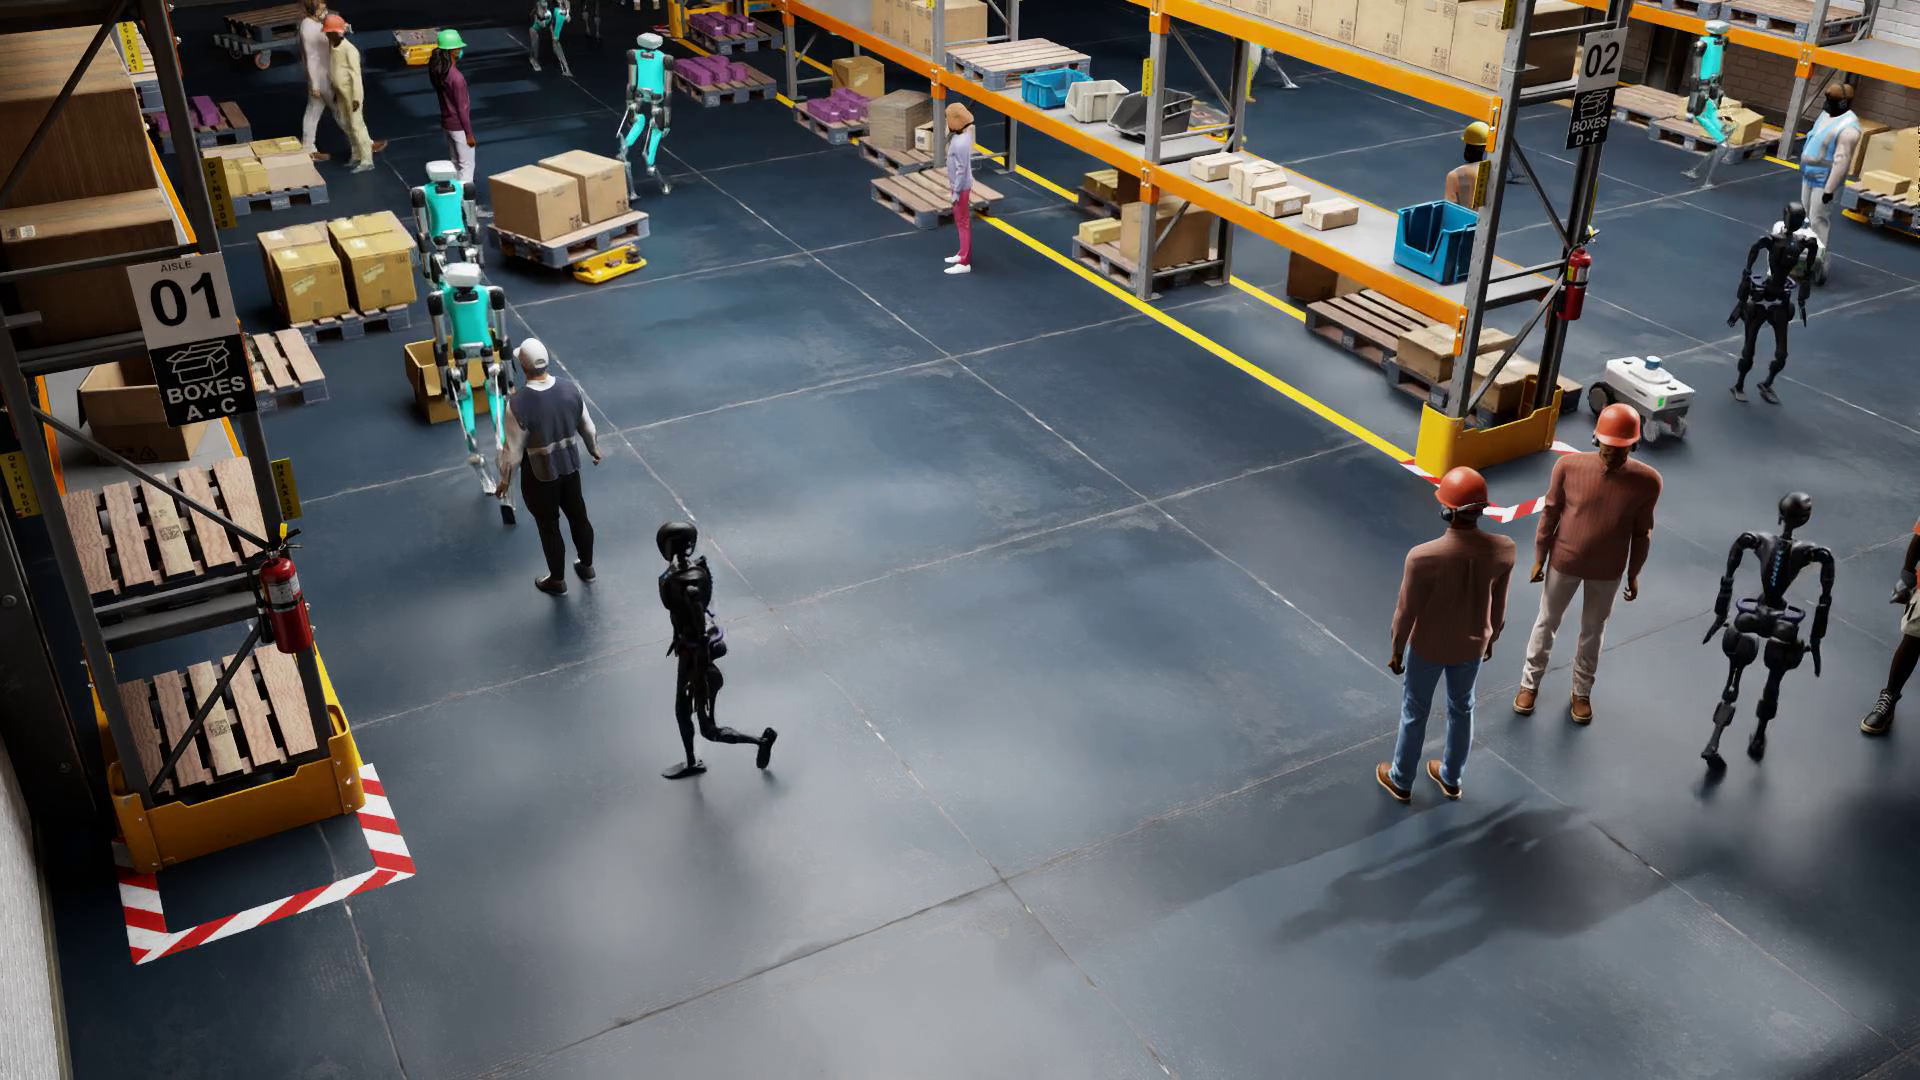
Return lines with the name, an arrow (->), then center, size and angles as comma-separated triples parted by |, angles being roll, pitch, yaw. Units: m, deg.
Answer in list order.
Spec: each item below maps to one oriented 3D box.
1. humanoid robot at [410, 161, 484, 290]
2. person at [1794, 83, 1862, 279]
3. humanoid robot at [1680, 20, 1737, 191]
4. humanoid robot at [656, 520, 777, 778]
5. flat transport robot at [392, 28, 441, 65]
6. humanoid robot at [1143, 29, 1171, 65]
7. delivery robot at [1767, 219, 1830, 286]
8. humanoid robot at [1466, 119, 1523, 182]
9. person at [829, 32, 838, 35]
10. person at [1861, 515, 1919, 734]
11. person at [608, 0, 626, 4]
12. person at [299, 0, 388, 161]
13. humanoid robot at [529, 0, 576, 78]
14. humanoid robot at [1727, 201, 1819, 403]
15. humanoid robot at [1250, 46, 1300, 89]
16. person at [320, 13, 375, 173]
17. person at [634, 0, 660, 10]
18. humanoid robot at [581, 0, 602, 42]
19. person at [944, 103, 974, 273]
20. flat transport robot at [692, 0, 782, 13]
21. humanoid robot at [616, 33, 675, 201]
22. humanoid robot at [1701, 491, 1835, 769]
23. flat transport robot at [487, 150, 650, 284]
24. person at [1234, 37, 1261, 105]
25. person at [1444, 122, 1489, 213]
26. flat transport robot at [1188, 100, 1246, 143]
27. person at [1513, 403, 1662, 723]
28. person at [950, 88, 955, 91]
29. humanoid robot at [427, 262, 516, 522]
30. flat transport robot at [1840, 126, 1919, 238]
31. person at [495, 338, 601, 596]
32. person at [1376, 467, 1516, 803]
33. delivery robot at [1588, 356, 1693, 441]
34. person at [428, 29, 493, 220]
humanoid robot -> -4.121, -2.167, 13.747 | 0.546, 1.847, 0.674 | -16, 34, -26
person -> 8.172, -3.409, 15.783 | 0.431, 1.836, 0.634 | 1, 30, 2
humanoid robot -> 8.283, -4.681, 18.090 | 0.539, 1.786, 0.820 | -20, 36, -31
humanoid robot -> -1.359, 0.578, 9.001 | 0.597, 1.631, 0.615 | -12, 32, -20
flat transport robot -> -7.634, -7.012, 23.617 | 0.659, 0.231, 1.431 | -13, 32, -21
humanoid robot -> 2.749, -7.356, 22.813 | 0.425, 1.640, 0.609 | 5, 30, 8
delivery robot -> 8.032, -2.786, 15.958 | 0.499, 0.581, 0.754 | 6, 30, 10
humanoid robot -> 5.903, -4.714, 18.252 | 0.761, 1.637, 0.590 | 12, 32, 20
person -> -1.778, -8.348, 24.376 | 0.449, 1.828, 0.607 | 3, 30, 6
person -> 5.531, 0.277, 9.225 | 0.611, 1.965, 0.363 | 21, 36, 32
person -> -5.456, -9.325, 26.183 | 0.585, 1.713, 0.397 | 0, 30, 0
person -> -7.195, -5.261, 18.949 | 0.990, 1.880, 0.647 | -11, 32, -18
humanoid robot -> -5.633, -7.161, 22.429 | 0.985, 1.775, 0.530 | 26, 39, 38
humanoid robot -> 6.479, -1.895, 13.283 | 0.608, 1.649, 0.336 | 0, 30, 0
humanoid robot -> 4.010, -6.711, 21.643 | 0.977, 1.766, 0.556 | 5, 30, 8
person -> -6.884, -5.013, 18.650 | 0.333, 1.749, 0.574 | -26, 39, -37
person -> -4.952, -9.186, 25.837 | 0.617, 1.836, 0.432 | -8, 31, -14
humanoid robot -> -5.385, -8.084, 24.070 | 0.603, 1.640, 0.502 | -4, 30, -7
person -> -0.010, -3.363, 15.893 | 0.291, 1.632, 0.496 | 1, 30, 2
flat transport robot -> -3.406, -8.350, 25.946 | 1.431, 0.231, 0.659 | -12, 32, -20
humanoid robot -> -3.370, -4.406, 17.639 | 0.582, 1.781, 0.898 | 9, 31, 15
humanoid robot -> 4.404, 0.538, 9.085 | 0.610, 1.628, 0.599 | 17, 34, 27
flat transport robot -> -3.816, -2.837, 16.349 | 1.431, 0.231, 0.659 | 22, 36, 33
person -> 3.763, -6.487, 21.089 | 0.485, 1.877, 0.599 | 24, 37, 35
person -> 4.351, -2.643, 14.346 | 0.585, 1.928, 0.367 | -12, 32, -19
flat transport robot -> 2.883, -5.092, 20.274 | 0.659, 0.231, 1.431 | -9, 31, -15
person -> 3.566, 0.132, 9.448 | 0.610, 1.995, 0.375 | 9, 31, 16
person -> -0.020, -6.841, 21.698 | 0.402, 1.895, 0.659 | -13, 32, -22
humanoid robot -> -3.357, -0.972, 11.664 | 0.548, 1.806, 0.898 | -9, 31, -16
flat transport robot -> 9.924, -3.263, 17.089 | 0.659, 0.231, 1.431 | -16, 33, -25
person -> -2.645, -0.469, 10.729 | 0.447, 1.757, 0.768 | 26, 39, 37
person -> 2.551, 0.525, 8.778 | 0.610, 1.986, 0.402 | -4, 30, -8
delivery robot -> 5.408, -1.159, 13.157 | 0.499, 0.611, 0.814 | -10, 31, -17
person -> -5.194, -4.281, 17.189 | 0.431, 1.944, 0.483 | -22, 37, -33
